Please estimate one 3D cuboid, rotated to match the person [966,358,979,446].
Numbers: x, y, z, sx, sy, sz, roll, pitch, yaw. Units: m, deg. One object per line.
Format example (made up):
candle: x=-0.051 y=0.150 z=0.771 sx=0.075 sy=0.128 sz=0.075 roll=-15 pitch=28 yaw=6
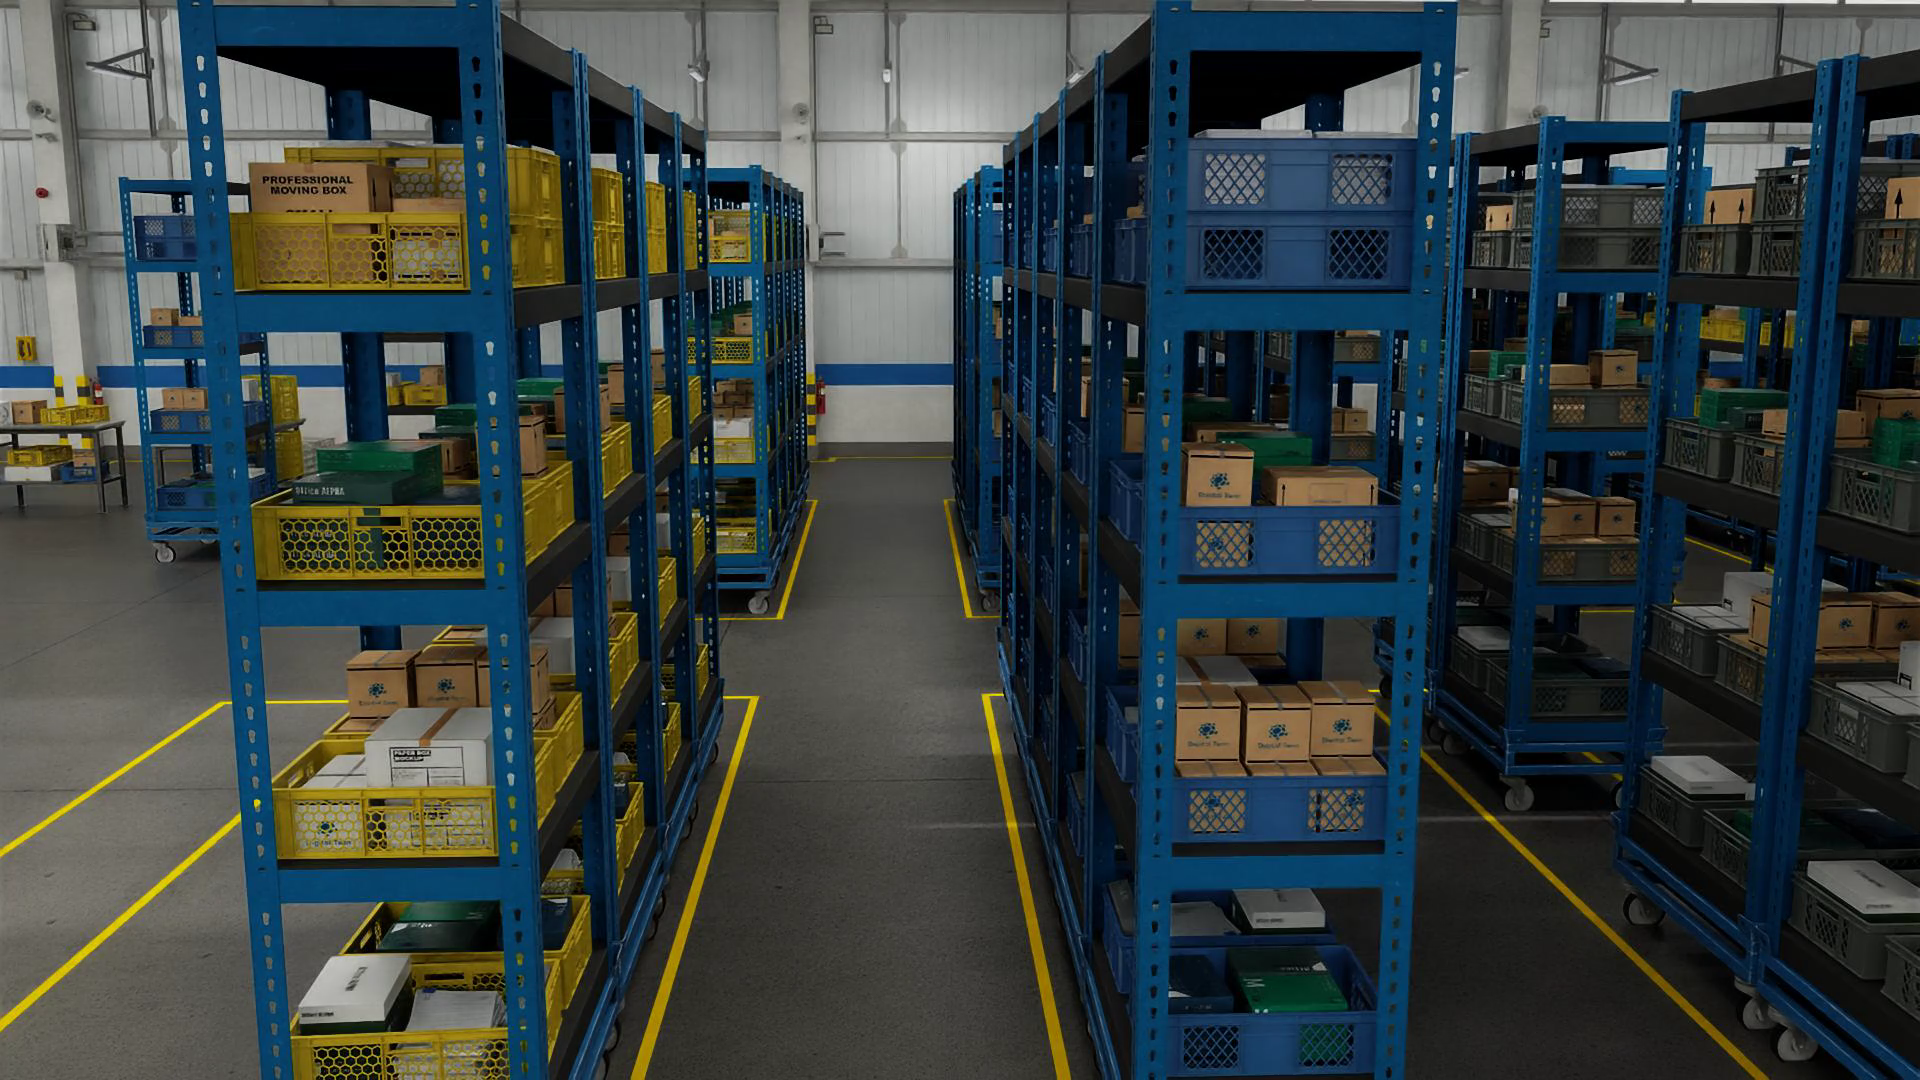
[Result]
person: x=0.142 y=-1.741 z=21.656 sx=0.374 sy=1.840 sz=0.568 roll=4 pitch=11 yaw=23
